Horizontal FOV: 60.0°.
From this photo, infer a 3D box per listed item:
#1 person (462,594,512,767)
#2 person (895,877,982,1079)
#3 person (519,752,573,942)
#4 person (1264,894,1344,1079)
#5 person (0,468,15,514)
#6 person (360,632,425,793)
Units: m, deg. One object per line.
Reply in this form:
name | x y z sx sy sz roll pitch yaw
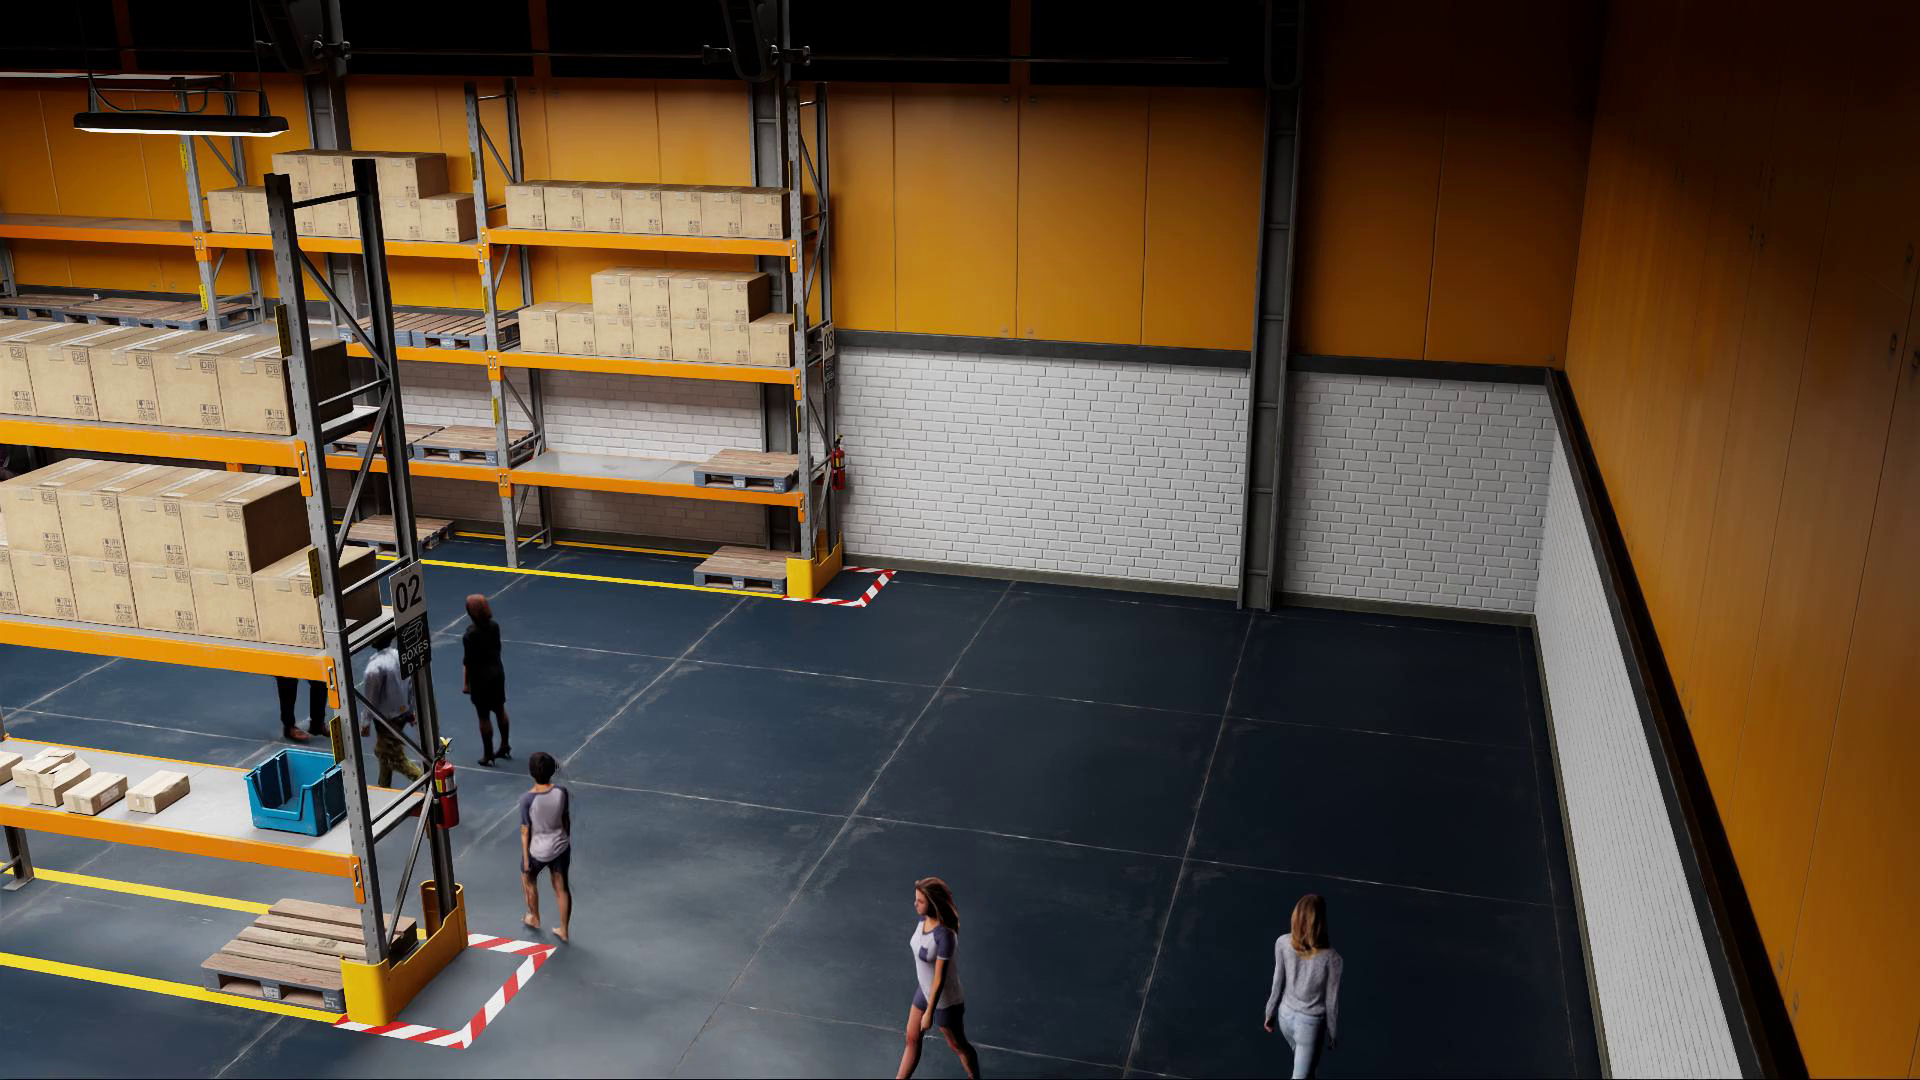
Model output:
person | -4.459 1.315 15.720 0.570 1.703 0.632 10 21 26
person | -0.045 2.970 10.836 1.112 1.686 0.982 -7 20 -21
person | -3.150 2.417 12.798 0.794 1.481 0.866 -13 23 -34
person | 2.080 3.090 10.370 1.030 1.755 1.151 -17 25 -42
person | -11.071 0.013 19.660 1.120 1.656 0.738 9 21 25
person | -4.966 1.610 14.726 1.157 1.780 0.709 4 19 11
